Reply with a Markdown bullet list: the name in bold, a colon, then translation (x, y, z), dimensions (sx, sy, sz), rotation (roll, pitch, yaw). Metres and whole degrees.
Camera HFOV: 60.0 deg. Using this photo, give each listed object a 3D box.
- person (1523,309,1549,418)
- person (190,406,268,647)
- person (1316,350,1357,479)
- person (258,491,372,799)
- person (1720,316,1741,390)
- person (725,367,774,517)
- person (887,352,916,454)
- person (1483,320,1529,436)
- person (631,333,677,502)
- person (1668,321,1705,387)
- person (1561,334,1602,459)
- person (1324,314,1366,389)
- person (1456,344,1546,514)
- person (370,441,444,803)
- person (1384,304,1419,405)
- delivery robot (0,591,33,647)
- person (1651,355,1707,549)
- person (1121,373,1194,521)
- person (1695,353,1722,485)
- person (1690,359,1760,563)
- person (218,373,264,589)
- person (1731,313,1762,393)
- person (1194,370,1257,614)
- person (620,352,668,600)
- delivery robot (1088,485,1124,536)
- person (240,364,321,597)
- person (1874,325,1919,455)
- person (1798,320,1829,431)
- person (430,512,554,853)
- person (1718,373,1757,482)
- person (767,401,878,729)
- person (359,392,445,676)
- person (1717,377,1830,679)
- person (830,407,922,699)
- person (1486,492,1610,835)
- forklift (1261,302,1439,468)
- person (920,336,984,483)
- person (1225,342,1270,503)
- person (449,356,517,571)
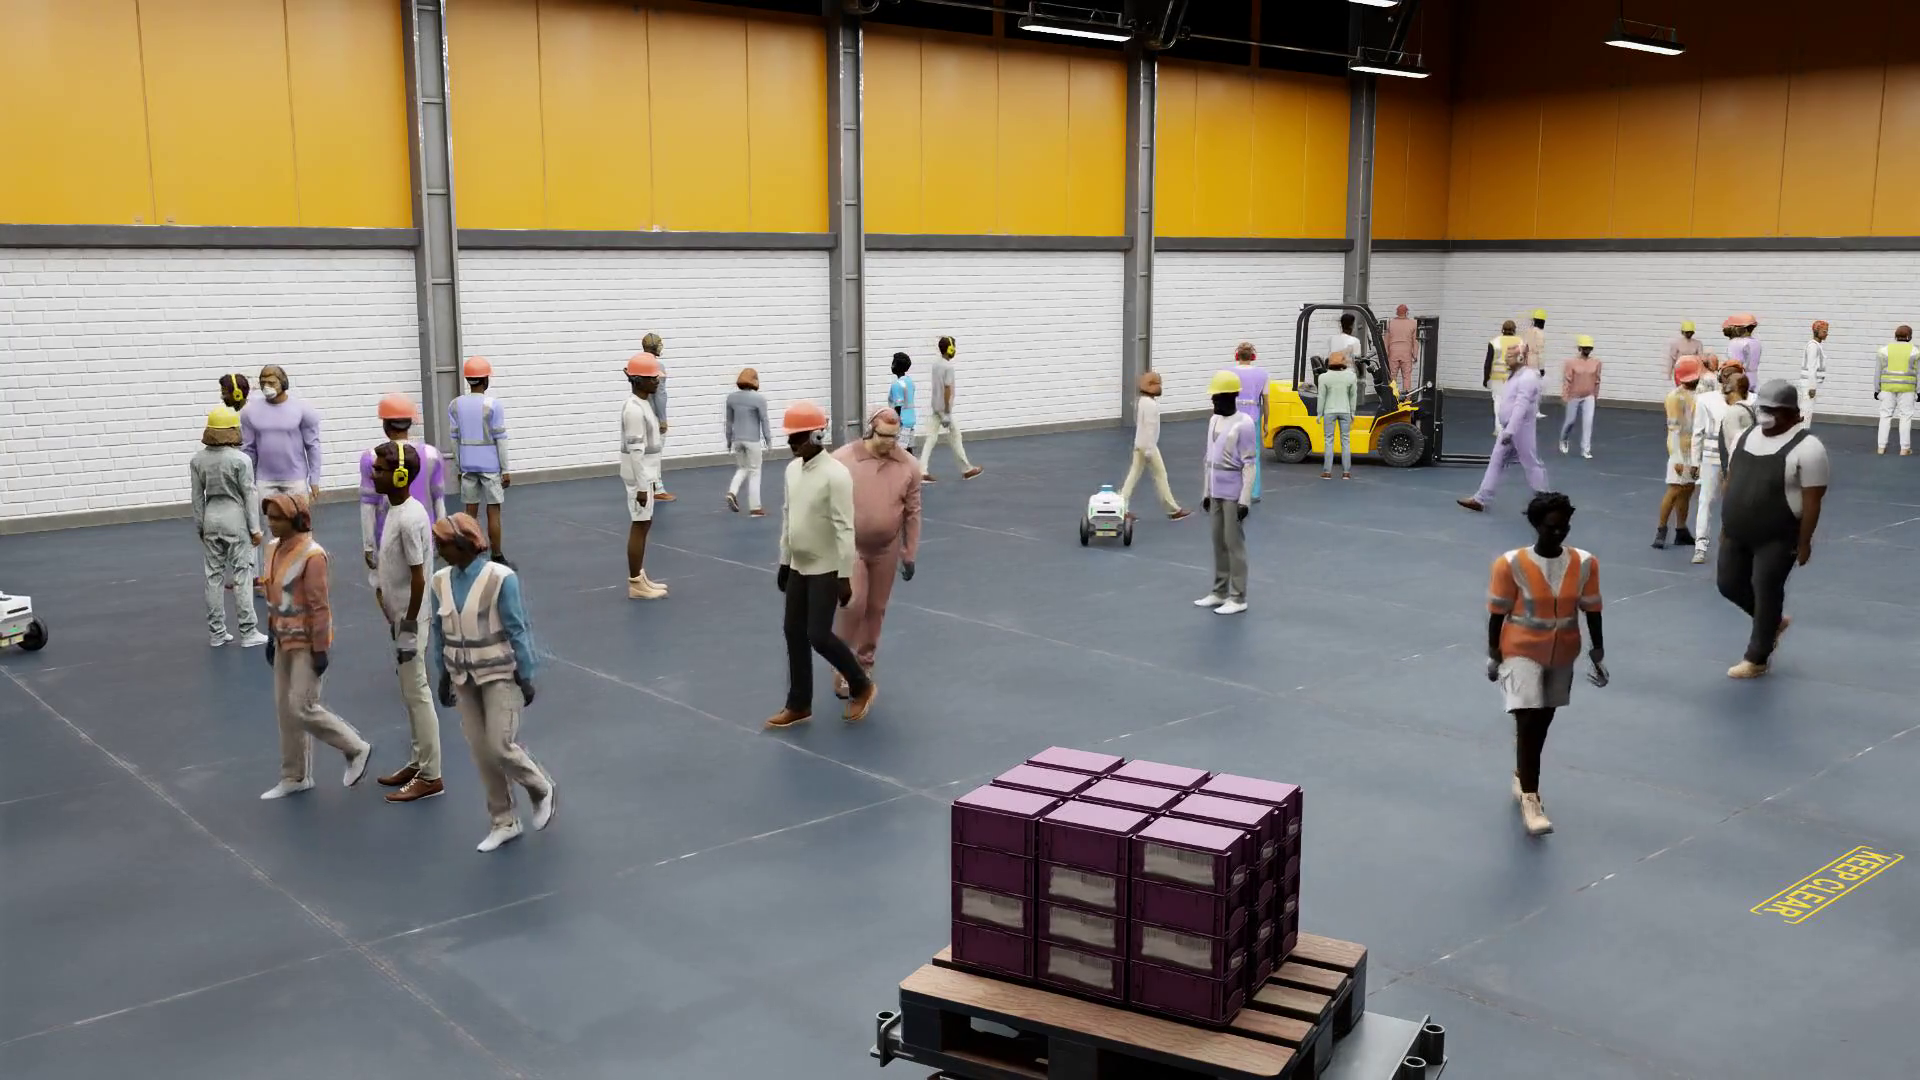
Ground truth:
- **person**: translation (9.959, -3.069, 28.936), dimensions (0.541, 1.907, 0.601), rotation (-2, 10, -12)
- **person**: translation (-5.274, -0.095, 12.011), dimensions (0.494, 1.743, 0.308), rotation (2, 10, 10)
- **person**: translation (4.756, -1.579, 21.018), dimensions (0.498, 1.633, 0.281), rotation (0, 10, 1)
- **person**: translation (-3.408, 0.545, 8.636), dimensions (0.535, 1.631, 0.450), rotation (9, 13, 42)
- **person**: translation (12.081, -2.549, 25.989), dimensions (1.032, 1.887, 0.558), rotation (5, 11, 25)
- **person**: translation (-2.309, -1.049, 17.960), dimensions (0.558, 1.621, 0.440), rotation (5, 11, 28)
- **person**: translation (-0.686, -1.350, 19.486), dimensions (0.318, 1.700, 0.536), rotation (3, 10, 14)
- **person**: translation (8.527, -2.529, 26.027), dimensions (0.631, 1.823, 0.446), rotation (0, 10, 2)
- **person**: translation (-3.547, -1.408, 19.126), dimensions (0.378, 1.940, 0.629), rotation (-7, 12, -37)
- **person**: translation (12.317, -2.857, 28.263), dimensions (0.529, 1.720, 0.902), rotation (0, 10, -1)
- **person**: translation (8.713, -2.037, 23.391), dimensions (0.531, 1.732, 0.804), rotation (0, 10, 2)
- **person**: translation (6.057, -2.576, 26.030), dimensions (1.026, 1.906, 0.630), rotation (-7, 12, -35)
- **person**: translation (5.996, -1.196, 18.129), dimensions (0.982, 1.855, 0.652), rotation (-1, 10, -3)
- **person**: translation (-2.889, 0.417, 8.633), dimensions (0.328, 1.876, 0.513), rotation (-4, 11, -24)
- **person**: translation (8.336, -3.500, 31.469), dimensions (0.651, 1.906, 0.403), rotation (3, 10, 18)
- **delivery robot**: translation (-6.913, 0.505, 11.698), dimensions (0.707, 0.478, 0.477), rotation (3, 10, 15)
- **person**: translation (7.008, -0.843, 16.012), dimensions (0.662, 1.884, 0.363), rotation (-8, 12, -38)
- **person**: translation (2.052, -0.980, 17.623), dimensions (0.842, 1.579, 0.519), rotation (-1, 10, -8)
- **person**: translation (9.225, -1.489, 20.510), dimensions (0.519, 1.630, 0.323), rotation (-9, 13, -42)
- **person**: translation (6.986, -0.708, 15.189), dimensions (0.584, 1.882, 0.345), rotation (3, 10, 19)
- **person**: translation (-5.934, -0.483, 13.984), dimensions (0.561, 1.848, 0.542), rotation (-2, 10, -14)
- **person**: translation (10.831, -2.127, 23.076), dimensions (0.606, 2.038, 0.390), rotation (-8, 12, -38)
- **person**: translation (2.096, -0.380, 13.148), dimensions (0.384, 1.923, 0.594), rotation (-4, 10, -21)
- **person**: translation (-2.583, -0.516, 13.647), dimensions (0.393, 2.038, 0.606), rotation (-1, 10, -5)
- **delivery robot**: translation (1.448, -0.298, 16.403), dimensions (0.477, 0.478, 0.707), rotation (1, 10, 6)
- **person**: translation (-5.602, -0.488, 13.740), dimensions (0.635, 1.937, 0.352), rotation (-1, 10, -3)
- **person**: translation (13.338, -2.128, 23.635), dimensions (0.633, 1.839, 0.429), rotation (8, 12, 38)
- **person**: translation (12.417, -2.251, 24.222), dimensions (0.349, 1.882, 0.577), rotation (5, 11, 28)
- **person**: translation (-2.264, 0.663, 7.939), dimensions (0.548, 1.609, 0.399), rotation (4, 10, 22)
- **person**: translation (6.685, -0.525, 14.386), dimensions (0.347, 1.812, 0.710), rotation (7, 12, 35)
- **person**: translation (-0.837, 0.157, 9.882), dimensions (0.625, 1.971, 0.712), rotation (-7, 12, -37)
- **person**: translation (-3.690, -0.024, 11.074), dimensions (0.566, 1.922, 0.641), rotation (-6, 12, -33)
- **person**: translation (5.428, -0.098, 11.158), dimensions (0.679, 2.000, 0.697), rotation (-5, 11, -26)
- **person**: translation (-0.573, 0.079, 10.650), dimensions (0.711, 1.863, 0.632), rotation (-3, 10, -19)
- **person**: translation (2.897, 0.598, 8.158), dimensions (0.551, 1.660, 0.803), rotation (-1, 10, -6)
- **forklift**: translation (5.320, -2.157, 22.763), dimensions (2.313, 2.155, 1.214), rotation (3, 10, 16)
- **person**: translation (-0.161, -1.626, 20.767), dimensions (0.991, 1.812, 0.539), rotation (-6, 12, -33)
- **person**: translation (3.231, -1.327, 18.931), dimensions (0.571, 1.840, 0.373), rotation (1, 10, 4)
- **person**: translation (-4.225, -0.656, 14.717), dimensions (0.545, 1.942, 0.354), rotation (3, 10, 16)
